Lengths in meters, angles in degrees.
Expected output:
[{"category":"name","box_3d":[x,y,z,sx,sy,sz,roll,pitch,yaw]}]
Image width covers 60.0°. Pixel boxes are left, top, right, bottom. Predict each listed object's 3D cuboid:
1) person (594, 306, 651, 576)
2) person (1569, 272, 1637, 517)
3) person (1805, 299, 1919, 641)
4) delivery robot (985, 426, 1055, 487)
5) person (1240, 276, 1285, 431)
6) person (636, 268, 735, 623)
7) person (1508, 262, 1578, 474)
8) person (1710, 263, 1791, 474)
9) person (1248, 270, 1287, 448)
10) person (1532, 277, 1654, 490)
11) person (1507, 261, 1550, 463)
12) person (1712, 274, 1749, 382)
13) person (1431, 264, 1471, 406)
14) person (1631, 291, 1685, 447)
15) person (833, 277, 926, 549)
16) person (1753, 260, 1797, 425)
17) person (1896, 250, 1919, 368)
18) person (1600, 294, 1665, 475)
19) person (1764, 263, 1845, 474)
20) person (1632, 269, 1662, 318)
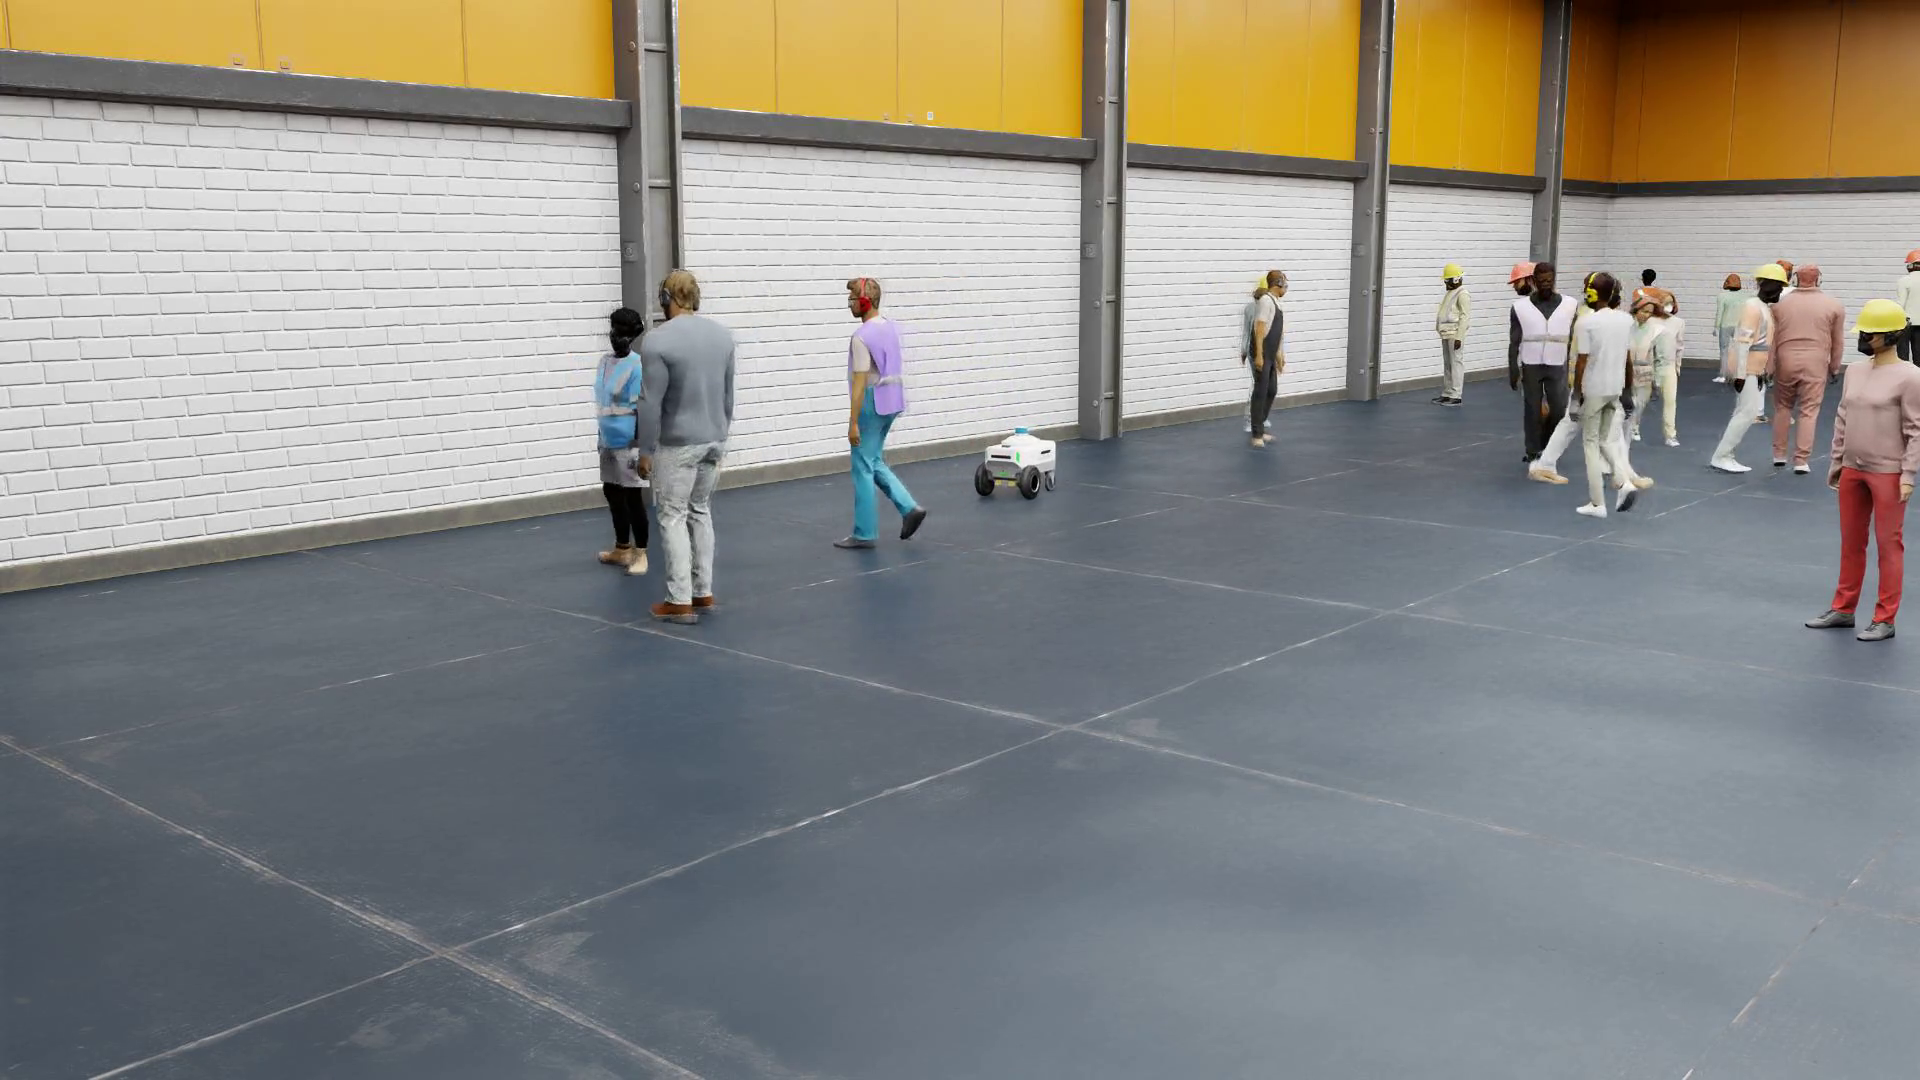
[{"category":"person","box_3d":[-2.120,-0.610,10.334,0.321,1.672,0.680,-8,13,-40]},{"category":"person","box_3d":[4.821,-1.075,12.458,0.545,1.843,0.448,-4,11,-21]},{"category":"person","box_3d":[4.721,-0.358,8.615,0.329,1.764,0.524,-3,10,-16]},{"category":"delivery robot","box_3d":[0.502,-0.692,13.680,0.477,0.478,0.707,6,12,29]},{"category":"person","box_3d":[3.413,-2.071,18.482,0.722,1.711,0.502,-9,13,-42]},{"category":"person","box_3d":[-1.483,-0.515,9.089,0.412,1.908,0.668,7,12,36]},{"category":"person","box_3d":[5.238,-1.542,14.949,0.622,1.898,0.446,1,10,8]},{"category":"person","box_3d":[7.131,-1.535,14.968,0.520,1.892,0.612,6,12,32]},{"category":"person","box_3d":[3.125,-1.846,17.005,0.341,1.803,0.647,4,11,24]},{"category":"person","box_3d":[5.361,-1.328,14.079,0.945,1.799,0.620,2,10,12]},{"category":"person","box_3d":[5.420,-1.678,15.721,0.465,1.895,0.601,-3,10,-17]},{"category":"person","box_3d":[11.623,-3.189,25.096,0.498,1.634,0.278,-1,10,-3]},{"category":"person","box_3d":[6.333,-2.636,21.416,0.403,1.822,0.588,-1,10,-3]},{"category":"person","box_3d":[7.237,-1.795,17.282,0.516,1.595,0.846,0,10,-1]},{"category":"person","box_3d":[-0.567,-0.835,11.119,0.535,1.830,0.595,4,11,20]},{"category":"person","box_3d":[9.382,-2.265,19.115,0.355,1.887,0.573,-7,12,-35]},{"category":"person","box_3d":[13.273,-3.041,23.225,0.626,1.992,0.387,-3,10,-14]},{"category":"person","box_3d":[5.942,-1.372,14.788,0.583,1.608,0.496,1,10,7]},{"category":"person","box_3d":[7.657,-1.554,15.104,0.640,1.881,0.824,6,12,33]},{"category":"person","box_3d":[10.790,-3.408,26.166,0.540,1.695,0.317,-2,10,-10]}]
